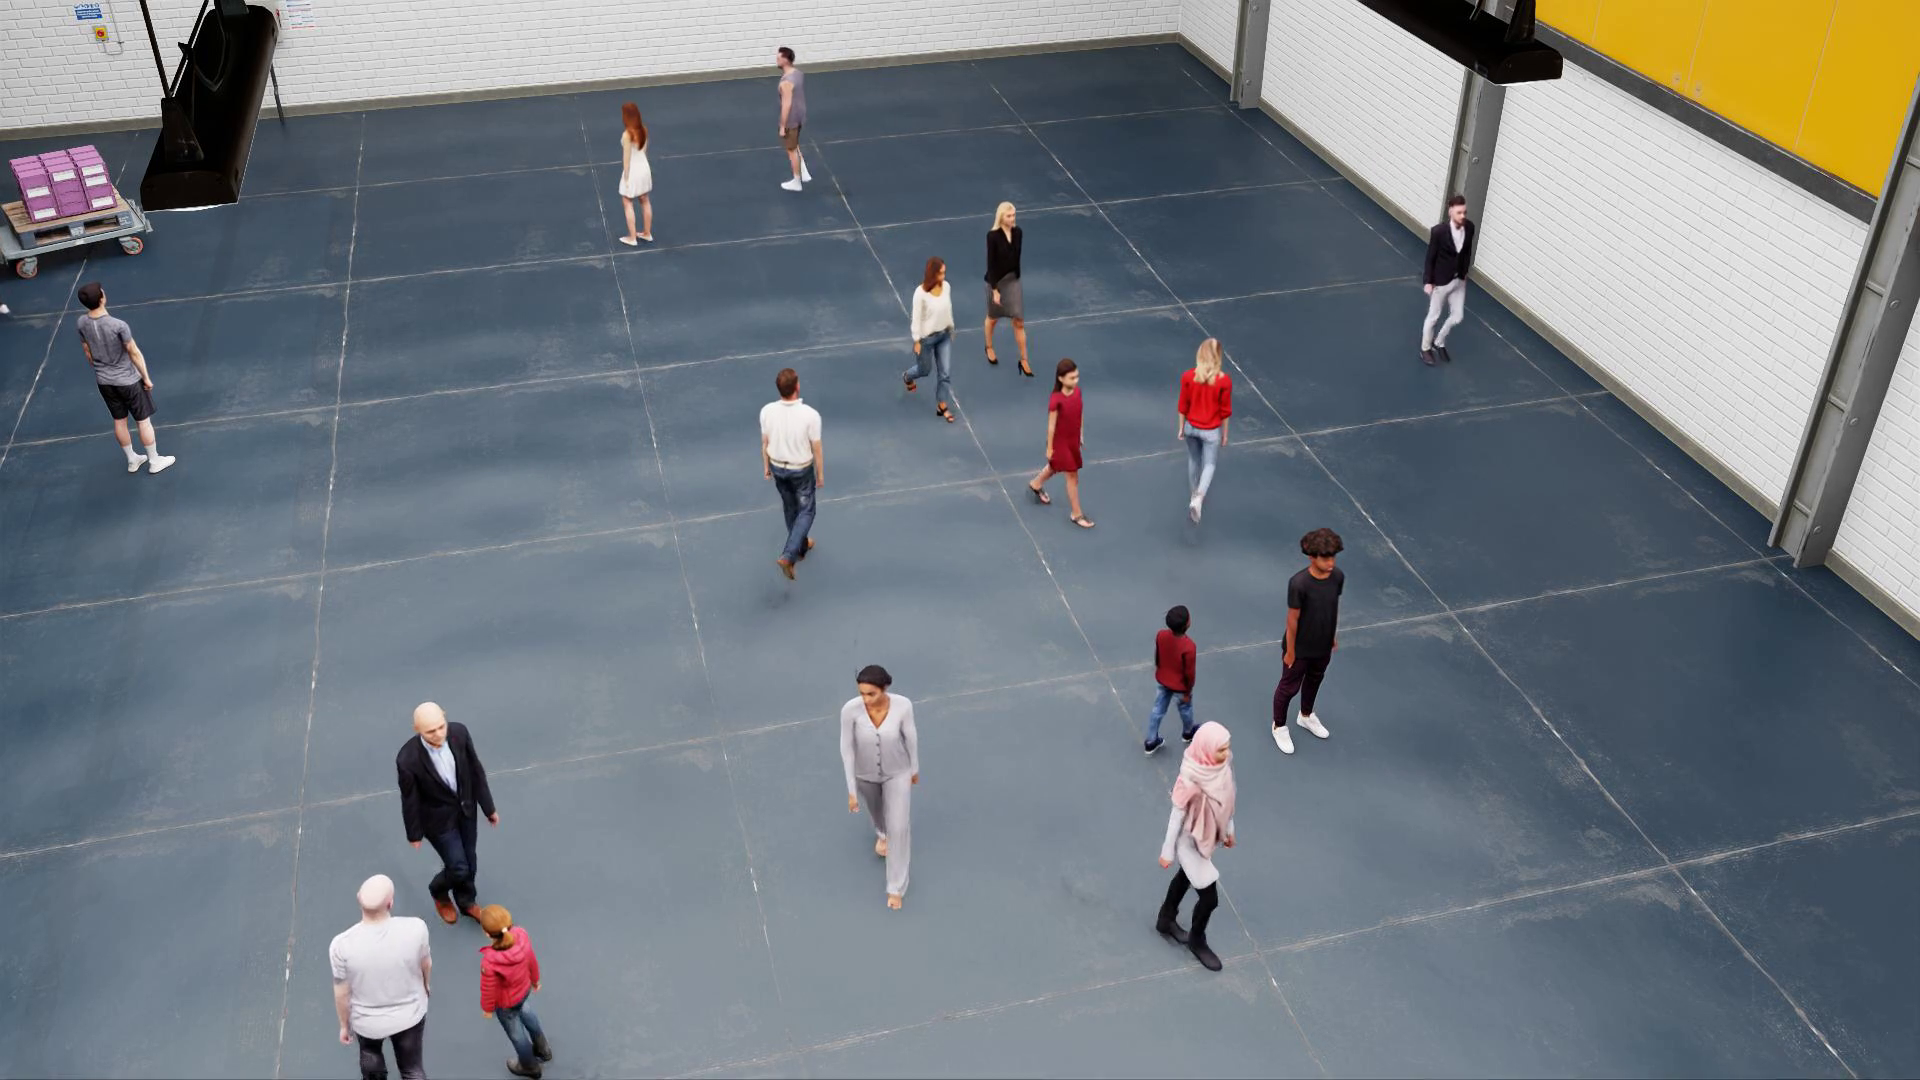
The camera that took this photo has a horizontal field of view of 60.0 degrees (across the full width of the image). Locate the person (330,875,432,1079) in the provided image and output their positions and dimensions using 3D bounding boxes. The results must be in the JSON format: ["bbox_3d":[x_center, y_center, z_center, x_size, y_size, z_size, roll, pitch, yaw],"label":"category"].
[{"bbox_3d":[-3.051,2.616,8.950,0.819,1.798,1.023,-16,37,-23],"label":"person"}]

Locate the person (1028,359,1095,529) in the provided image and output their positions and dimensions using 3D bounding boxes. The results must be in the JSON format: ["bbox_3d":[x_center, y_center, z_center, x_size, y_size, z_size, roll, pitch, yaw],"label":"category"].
[{"bbox_3d":[0.859,-0.896,14.478,1.084,1.527,0.896,26,42,34],"label":"person"}]

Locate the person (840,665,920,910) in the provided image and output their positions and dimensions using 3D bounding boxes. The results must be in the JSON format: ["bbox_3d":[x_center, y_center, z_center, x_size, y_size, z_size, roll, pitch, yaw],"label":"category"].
[{"bbox_3d":[-0.526,1.442,10.814,0.839,1.689,1.173,0,34,0],"label":"person"}]

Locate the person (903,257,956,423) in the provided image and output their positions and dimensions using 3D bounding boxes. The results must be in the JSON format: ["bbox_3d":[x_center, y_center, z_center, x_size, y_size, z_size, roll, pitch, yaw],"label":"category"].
[{"bbox_3d":[-0.318,-1.960,15.964,0.890,1.654,1.076,-25,41,-32],"label":"person"}]

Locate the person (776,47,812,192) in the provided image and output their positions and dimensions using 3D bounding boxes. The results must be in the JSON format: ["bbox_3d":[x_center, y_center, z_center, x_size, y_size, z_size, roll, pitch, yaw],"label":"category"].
[{"bbox_3d":[-2.011,-5.213,20.646,0.832,1.834,0.725,11,35,16],"label":"person"}]

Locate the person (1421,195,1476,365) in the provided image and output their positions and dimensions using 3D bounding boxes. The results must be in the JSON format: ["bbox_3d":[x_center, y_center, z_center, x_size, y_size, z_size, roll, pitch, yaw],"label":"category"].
[{"bbox_3d":[4.888,-2.667,16.874,0.671,1.824,0.606,-8,35,-12],"label":"person"}]

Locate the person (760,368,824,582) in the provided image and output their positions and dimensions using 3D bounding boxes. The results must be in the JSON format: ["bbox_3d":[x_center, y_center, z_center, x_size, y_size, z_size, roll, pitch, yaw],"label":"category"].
[{"bbox_3d":[-1.408,-0.506,13.615,0.984,1.833,1.164,8,34,12],"label":"person"}]

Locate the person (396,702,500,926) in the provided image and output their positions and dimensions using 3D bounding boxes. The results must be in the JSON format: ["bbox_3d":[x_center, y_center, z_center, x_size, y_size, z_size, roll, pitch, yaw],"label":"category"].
[{"bbox_3d":[-3.232,1.673,10.380,0.877,1.785,0.827,25,41,33],"label":"person"}]

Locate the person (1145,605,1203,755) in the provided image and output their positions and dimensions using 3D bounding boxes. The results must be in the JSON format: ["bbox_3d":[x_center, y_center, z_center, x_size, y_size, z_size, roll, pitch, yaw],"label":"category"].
[{"bbox_3d":[1.489,1.019,11.859,0.792,1.237,0.793,28,43,35],"label":"person"}]

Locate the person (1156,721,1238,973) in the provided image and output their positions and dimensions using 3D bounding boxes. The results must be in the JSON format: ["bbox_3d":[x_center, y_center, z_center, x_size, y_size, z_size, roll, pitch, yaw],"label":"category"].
[{"bbox_3d":[1.365,1.802,10.185,0.942,1.785,0.874,25,41,32],"label":"person"}]

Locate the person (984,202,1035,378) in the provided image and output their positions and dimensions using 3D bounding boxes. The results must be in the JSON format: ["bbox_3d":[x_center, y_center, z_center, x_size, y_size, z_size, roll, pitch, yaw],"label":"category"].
[{"bbox_3d":[0.363,-2.540,16.696,0.801,1.810,1.058,-19,38,-26],"label":"person"}]

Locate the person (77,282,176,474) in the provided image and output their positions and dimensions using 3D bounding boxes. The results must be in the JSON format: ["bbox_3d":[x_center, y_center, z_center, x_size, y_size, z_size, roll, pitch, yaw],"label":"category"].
[{"bbox_3d":[-7.600,-1.460,15.016,0.729,1.871,0.689,4,34,6],"label":"person"}]

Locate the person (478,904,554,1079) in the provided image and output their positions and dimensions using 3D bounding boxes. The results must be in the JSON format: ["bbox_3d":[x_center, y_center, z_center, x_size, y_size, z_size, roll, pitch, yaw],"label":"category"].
[{"bbox_3d":[-2.487,2.592,9.426,0.664,1.309,0.597,15,37,22],"label":"person"}]

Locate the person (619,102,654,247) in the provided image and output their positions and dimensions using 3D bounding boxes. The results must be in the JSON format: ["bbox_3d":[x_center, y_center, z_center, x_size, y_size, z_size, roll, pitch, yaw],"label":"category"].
[{"bbox_3d":[-3.725,-4.276,19.400,0.761,1.707,0.711,21,39,28],"label":"person"}]

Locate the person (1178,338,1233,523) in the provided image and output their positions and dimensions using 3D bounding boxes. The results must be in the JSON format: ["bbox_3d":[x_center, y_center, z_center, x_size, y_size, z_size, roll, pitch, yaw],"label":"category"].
[{"bbox_3d":[2.084,-0.917,14.363,0.918,1.689,1.051,9,35,14],"label":"person"}]

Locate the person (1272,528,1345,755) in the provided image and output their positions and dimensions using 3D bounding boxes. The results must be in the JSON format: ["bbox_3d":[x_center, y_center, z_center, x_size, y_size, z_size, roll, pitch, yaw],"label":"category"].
[{"bbox_3d":[2.494,0.684,11.868,0.677,1.784,0.667,-18,38,-25],"label":"person"}]
